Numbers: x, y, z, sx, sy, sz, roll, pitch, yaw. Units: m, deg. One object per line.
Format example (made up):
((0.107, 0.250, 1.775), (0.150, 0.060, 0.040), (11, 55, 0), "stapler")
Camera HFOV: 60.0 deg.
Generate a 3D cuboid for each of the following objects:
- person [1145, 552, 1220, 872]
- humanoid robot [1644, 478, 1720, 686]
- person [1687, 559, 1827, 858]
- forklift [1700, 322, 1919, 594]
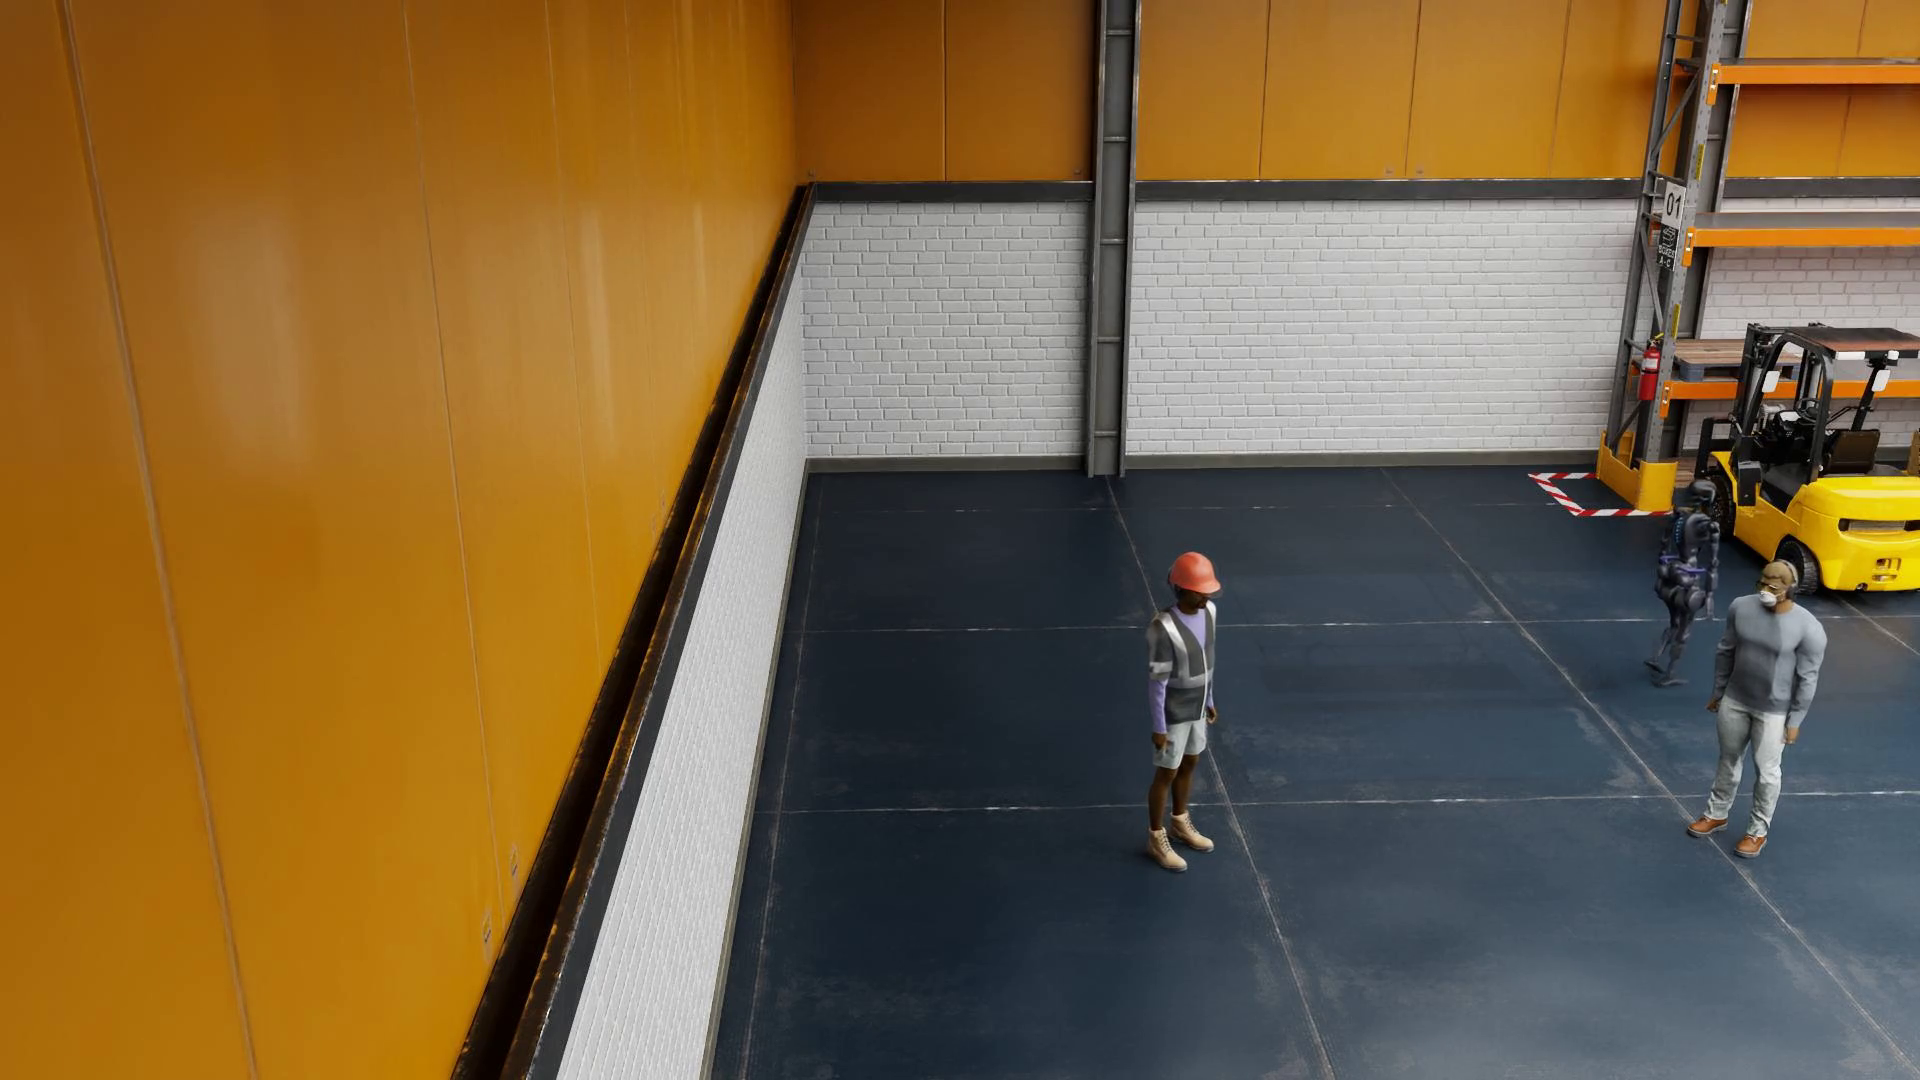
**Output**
((1.385, 1.034, 10.191), (0.370, 2.042, 0.613), (17, 26, 39), "person")
((5.512, 0.321, 12.644), (0.347, 1.640, 0.616), (-7, 21, -18), "humanoid robot")
((4.960, 1.031, 10.350), (0.371, 1.939, 0.629), (-14, 24, -33), "person")
((7.809, -0.792, 14.926), (1.214, 2.155, 2.313), (-1, 20, -2), "forklift")
